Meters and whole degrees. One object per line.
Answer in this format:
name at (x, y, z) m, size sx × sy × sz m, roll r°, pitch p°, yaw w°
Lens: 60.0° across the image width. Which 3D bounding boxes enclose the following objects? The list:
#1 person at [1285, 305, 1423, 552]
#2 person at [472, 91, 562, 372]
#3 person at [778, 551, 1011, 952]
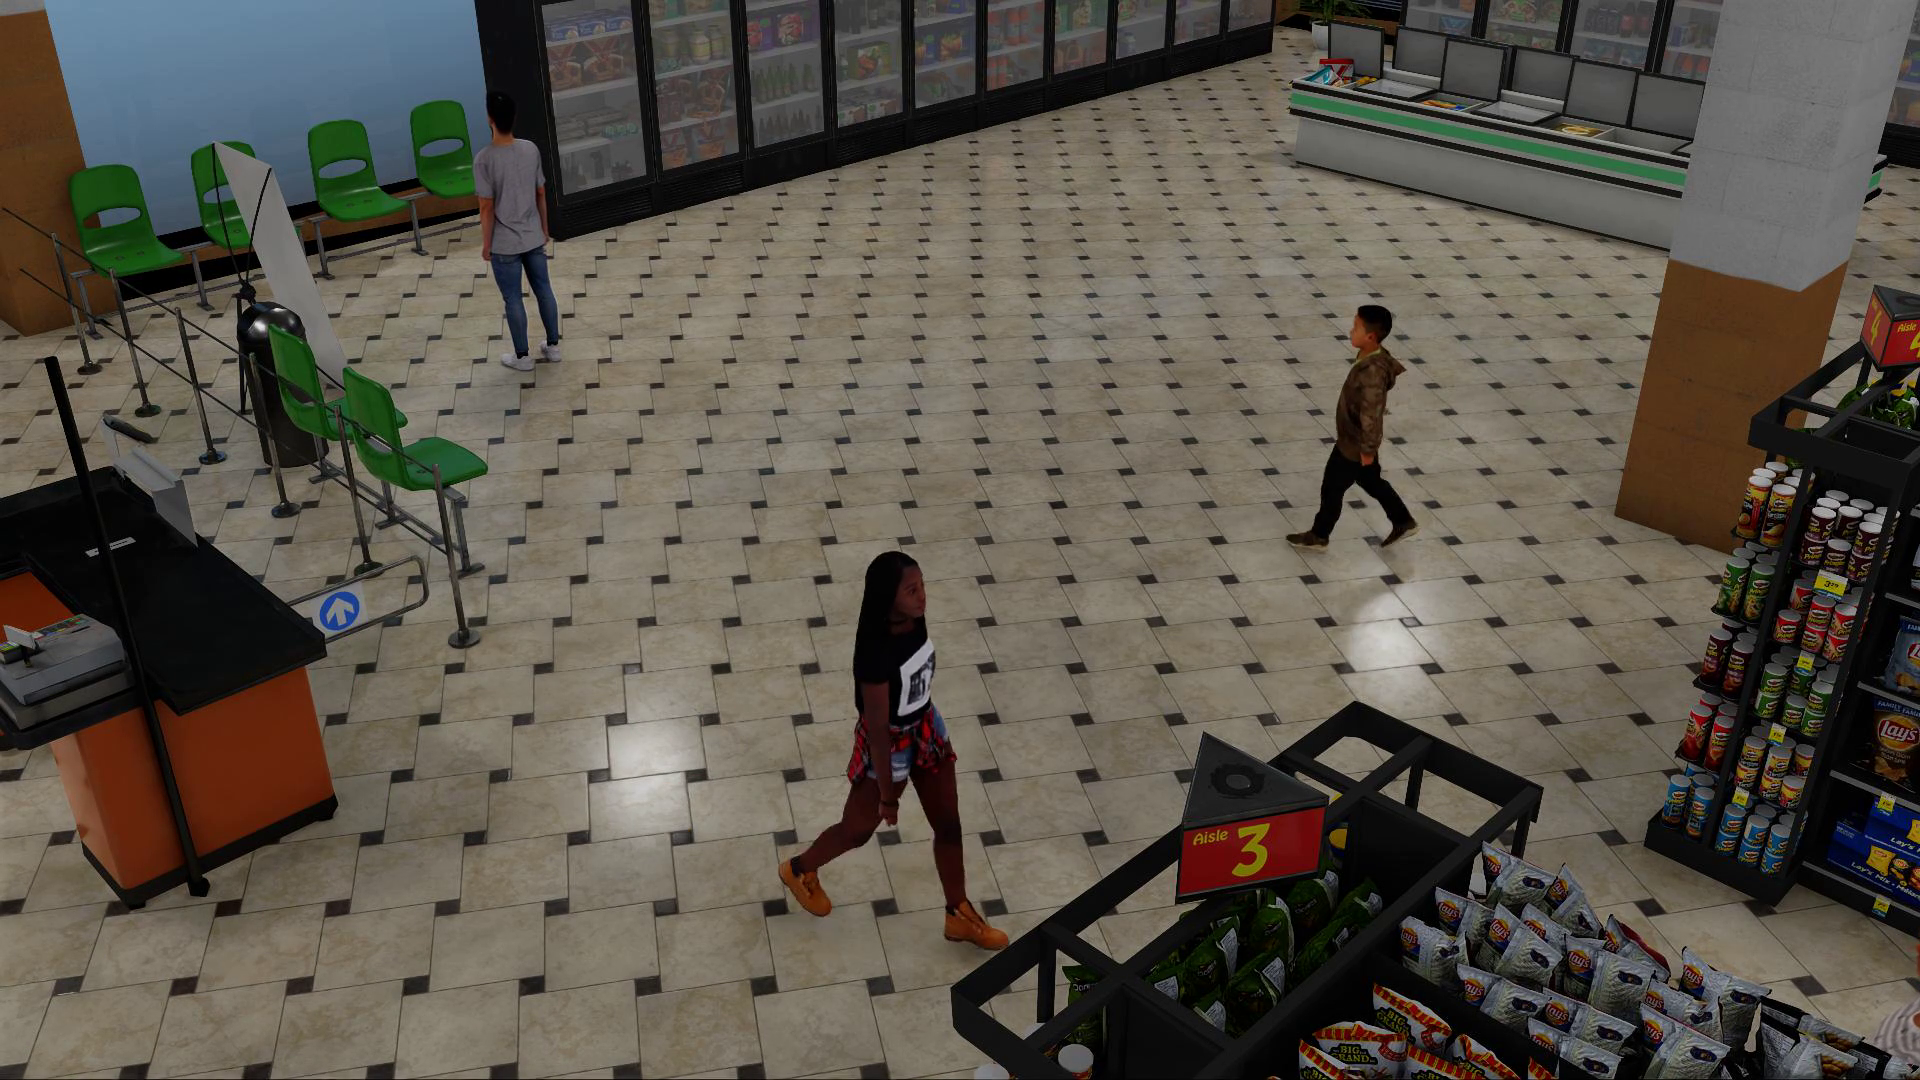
person at (2.238, -0.569, 8.981) m, size 1.061 × 1.440 × 0.915 m, roll 6°, pitch 29°, yaw 11°
person at (-3.016, -2.088, 11.296) m, size 0.529 × 1.888 × 0.665 m, roll 25°, pitch 37°, yaw 38°
person at (-0.322, 0.809, 6.197) m, size 1.262 × 1.689 × 0.922 m, roll 12°, pitch 31°, yaw 20°
